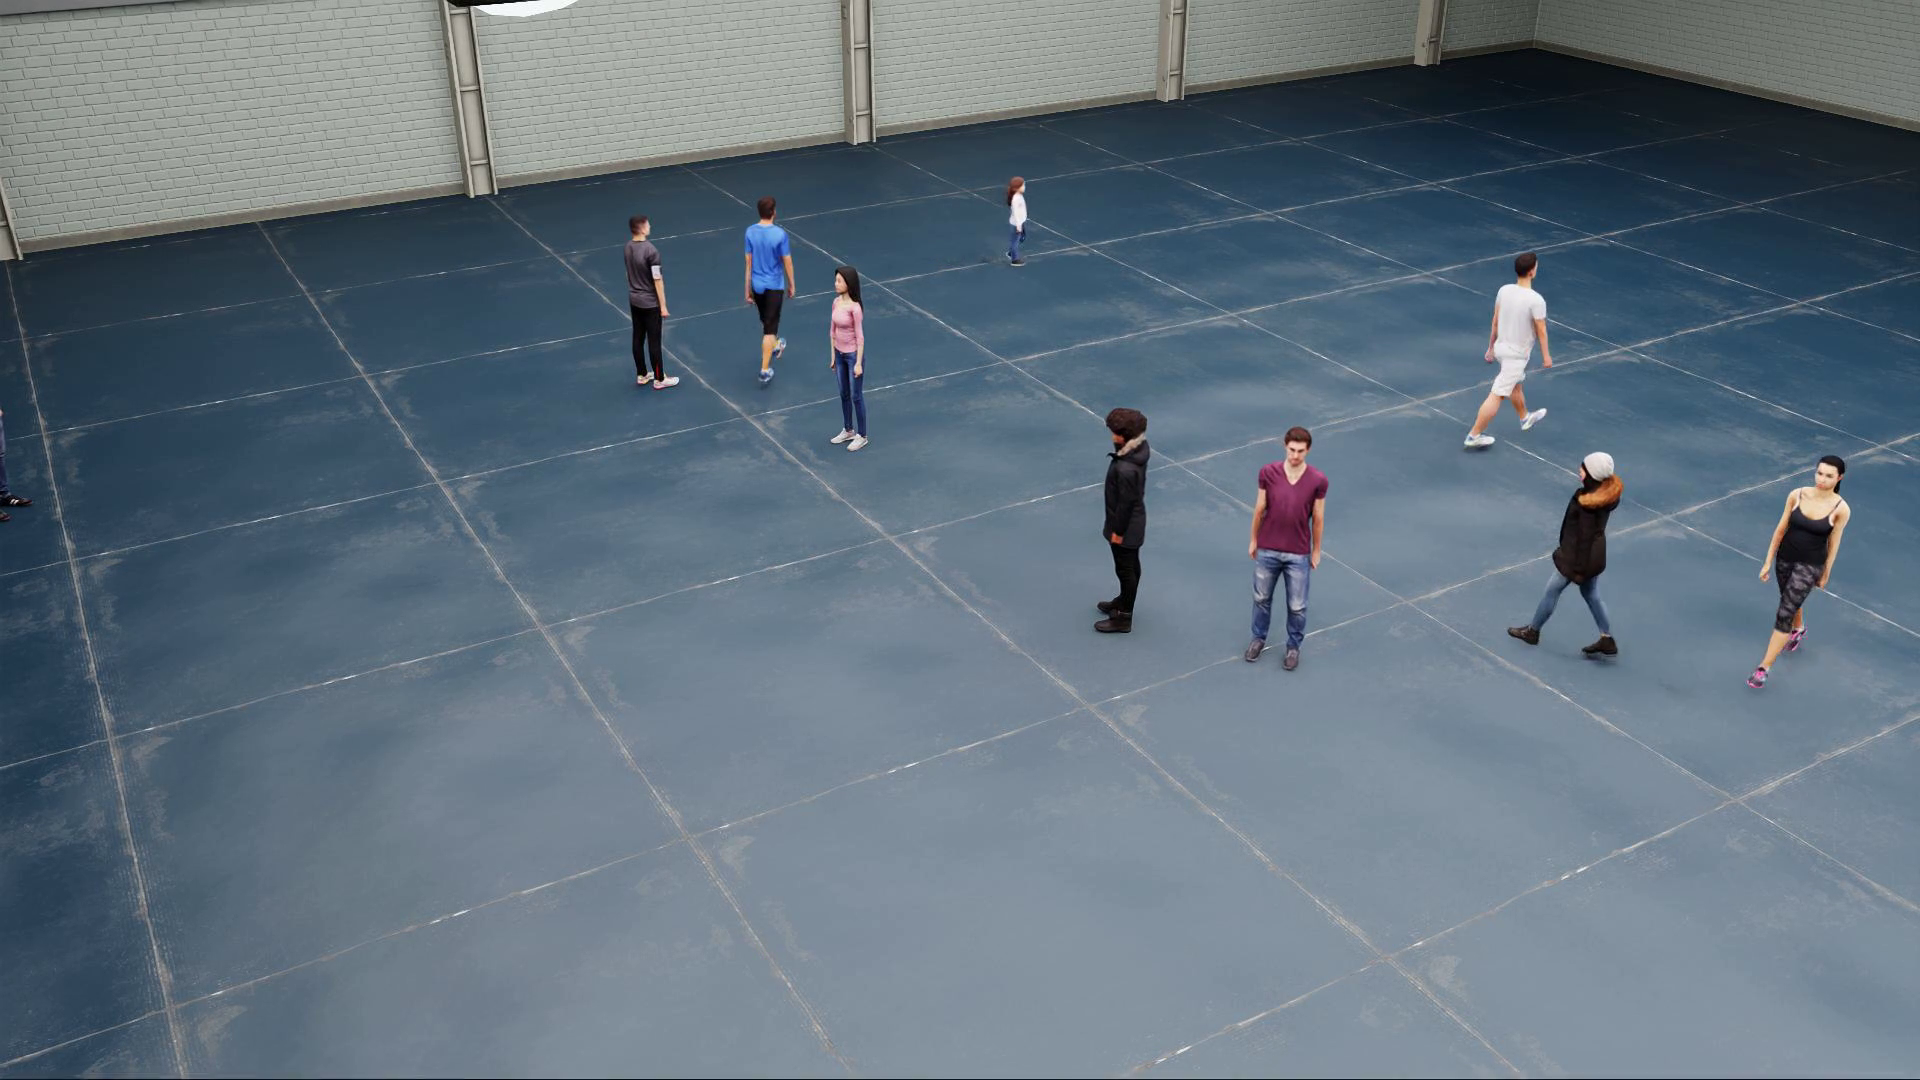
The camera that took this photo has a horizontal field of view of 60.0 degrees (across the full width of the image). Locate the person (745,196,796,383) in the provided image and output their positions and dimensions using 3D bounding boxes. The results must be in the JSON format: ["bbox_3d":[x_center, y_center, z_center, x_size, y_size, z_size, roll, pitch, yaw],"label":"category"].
[{"bbox_3d":[-1.957,-2.486,16.814,1.194,1.807,1.225,6,28,11],"label":"person"}]

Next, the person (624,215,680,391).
[{"bbox_3d":[-3.156,-2.389,16.672,0.703,1.764,0.678,20,34,34],"label":"person"}]

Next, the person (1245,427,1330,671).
[{"bbox_3d":[2.323,0.029,11.882,0.745,1.851,0.774,11,29,20],"label":"person"}]

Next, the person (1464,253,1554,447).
[{"bbox_3d":[5.000,-1.681,15.263,1.262,1.795,0.791,-11,29,-20],"label":"person"}]

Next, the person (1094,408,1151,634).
[{"bbox_3d":[1.243,-0.151,12.315,0.788,1.774,0.728,7,28,13],"label":"person"}]

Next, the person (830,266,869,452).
[{"bbox_3d":[-1.020,-1.684,15.327,0.537,1.742,0.599,-21,34,-35],"label":"person"}]

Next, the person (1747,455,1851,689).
[{"bbox_3d":[5.979,0.172,11.791,1.224,1.680,0.728,-22,35,-36],"label":"person"}]

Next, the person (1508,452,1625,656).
[{"bbox_3d":[4.544,0.124,11.963,0.912,1.606,1.033,21,34,34],"label":"person"}]

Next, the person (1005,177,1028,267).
[{"bbox_3d":[0.652,-3.905,20.330,0.601,1.109,0.545,5,28,9],"label":"person"}]
